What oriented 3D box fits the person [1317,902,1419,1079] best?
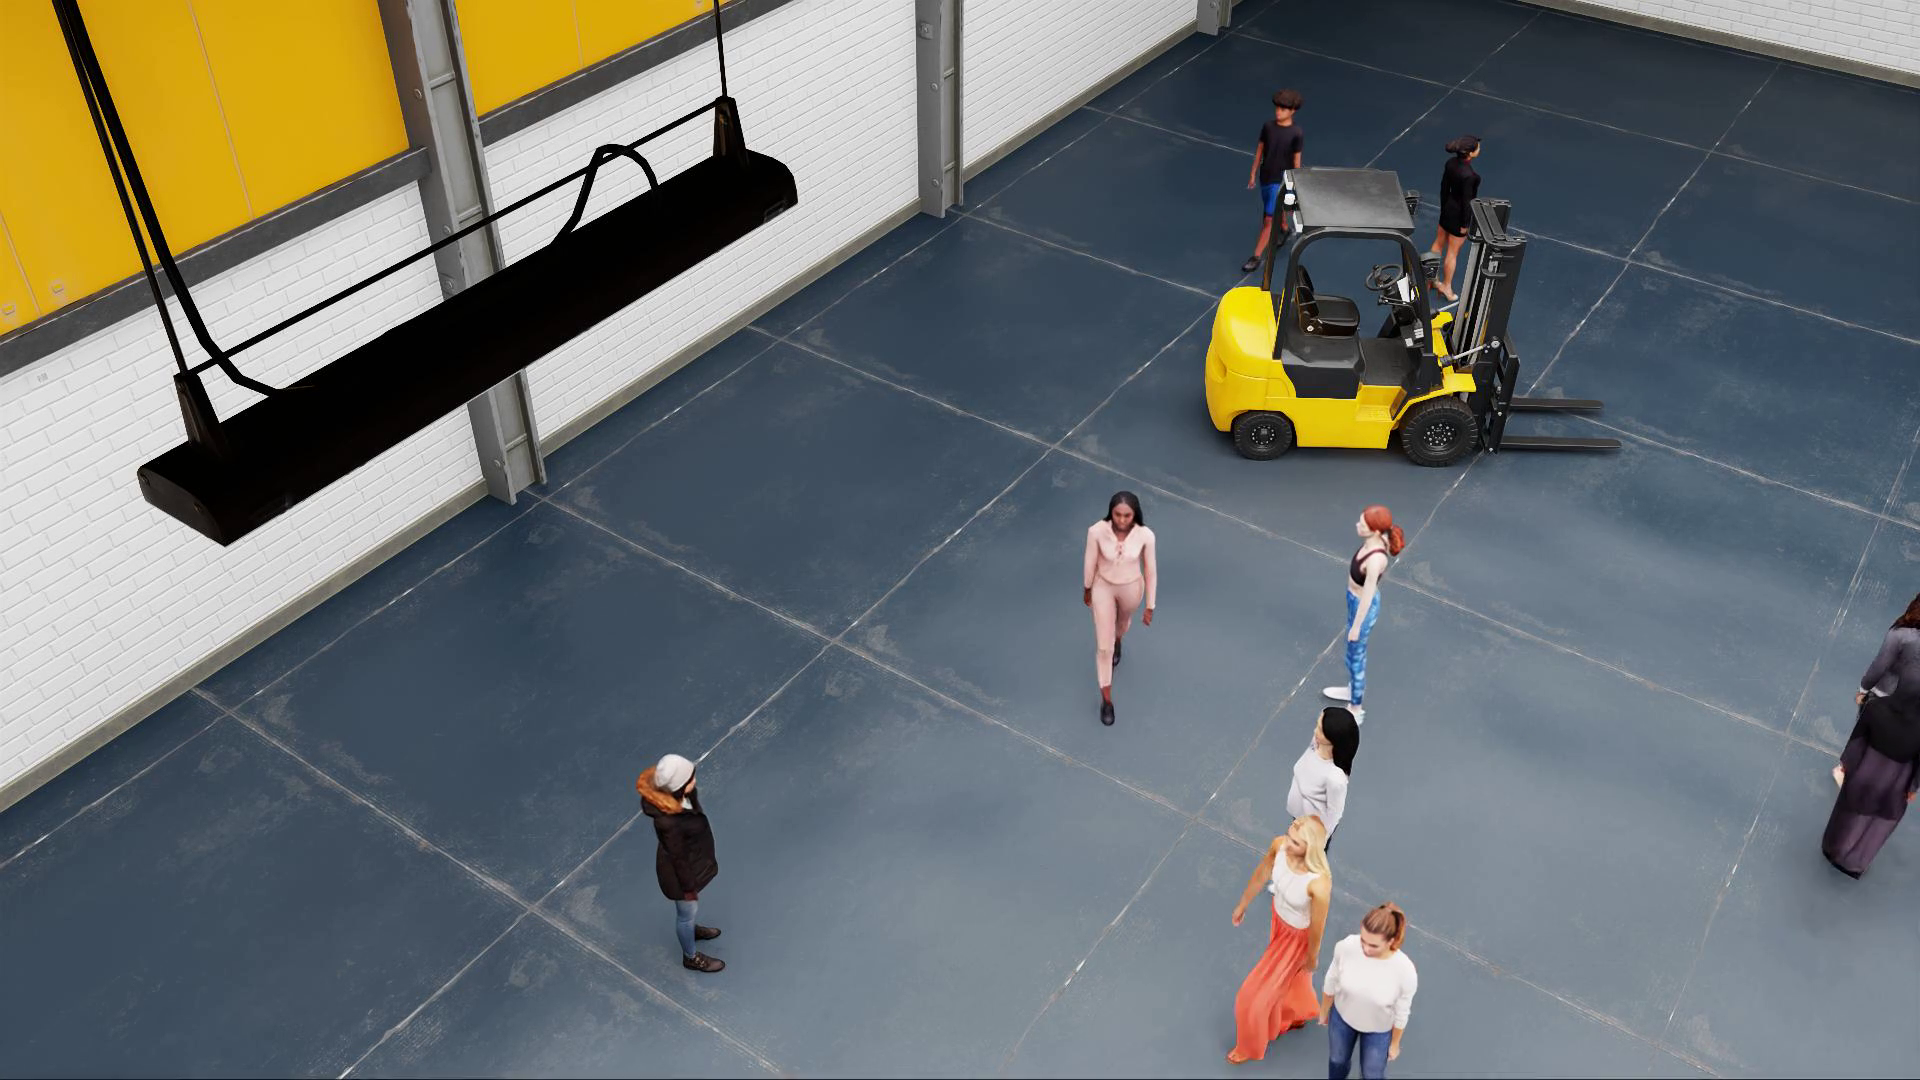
[{"bbox_3d":[2.090,2.483,8.623,0.605,1.721,0.516,24,45,27],"label":"person"}]

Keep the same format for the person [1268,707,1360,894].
[{"bbox_3d":[2.088,1.612,9.730,0.769,1.701,0.701,-5,39,-6],"label":"person"}]

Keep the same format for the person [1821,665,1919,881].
[{"bbox_3d":[5.527,1.437,10.027,0.657,1.603,0.839,29,47,31],"label":"person"}]

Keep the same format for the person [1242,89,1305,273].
[{"bbox_3d":[3.109,-3.527,16.120,0.694,1.757,1.191,28,46,31],"label":"person"}]

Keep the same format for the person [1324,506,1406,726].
[{"bbox_3d":[2.673,0.492,11.068,0.692,1.782,0.590,7,39,9],"label":"person"}]

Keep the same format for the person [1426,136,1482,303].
[{"bbox_3d":[4.635,-3.018,15.577,0.762,1.640,0.703,-12,40,-14],"label":"person"}]

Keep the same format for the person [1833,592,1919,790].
[{"bbox_3d":[5.908,1.023,10.418,0.794,1.763,0.854,2,39,3],"label":"person"}]

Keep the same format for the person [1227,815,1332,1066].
[{"bbox_3d":[1.877,2.104,9.046,0.995,1.785,0.900,-12,40,-15],"label":"person"}]

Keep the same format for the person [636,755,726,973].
[{"bbox_3d":[-1.584,1.831,9.507,0.807,1.637,0.742,-5,39,-6],"label":"person"}]

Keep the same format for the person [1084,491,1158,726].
[{"bbox_3d":[1.087,0.332,11.356,1.025,1.671,1.243,3,39,4],"label":"person"}]
